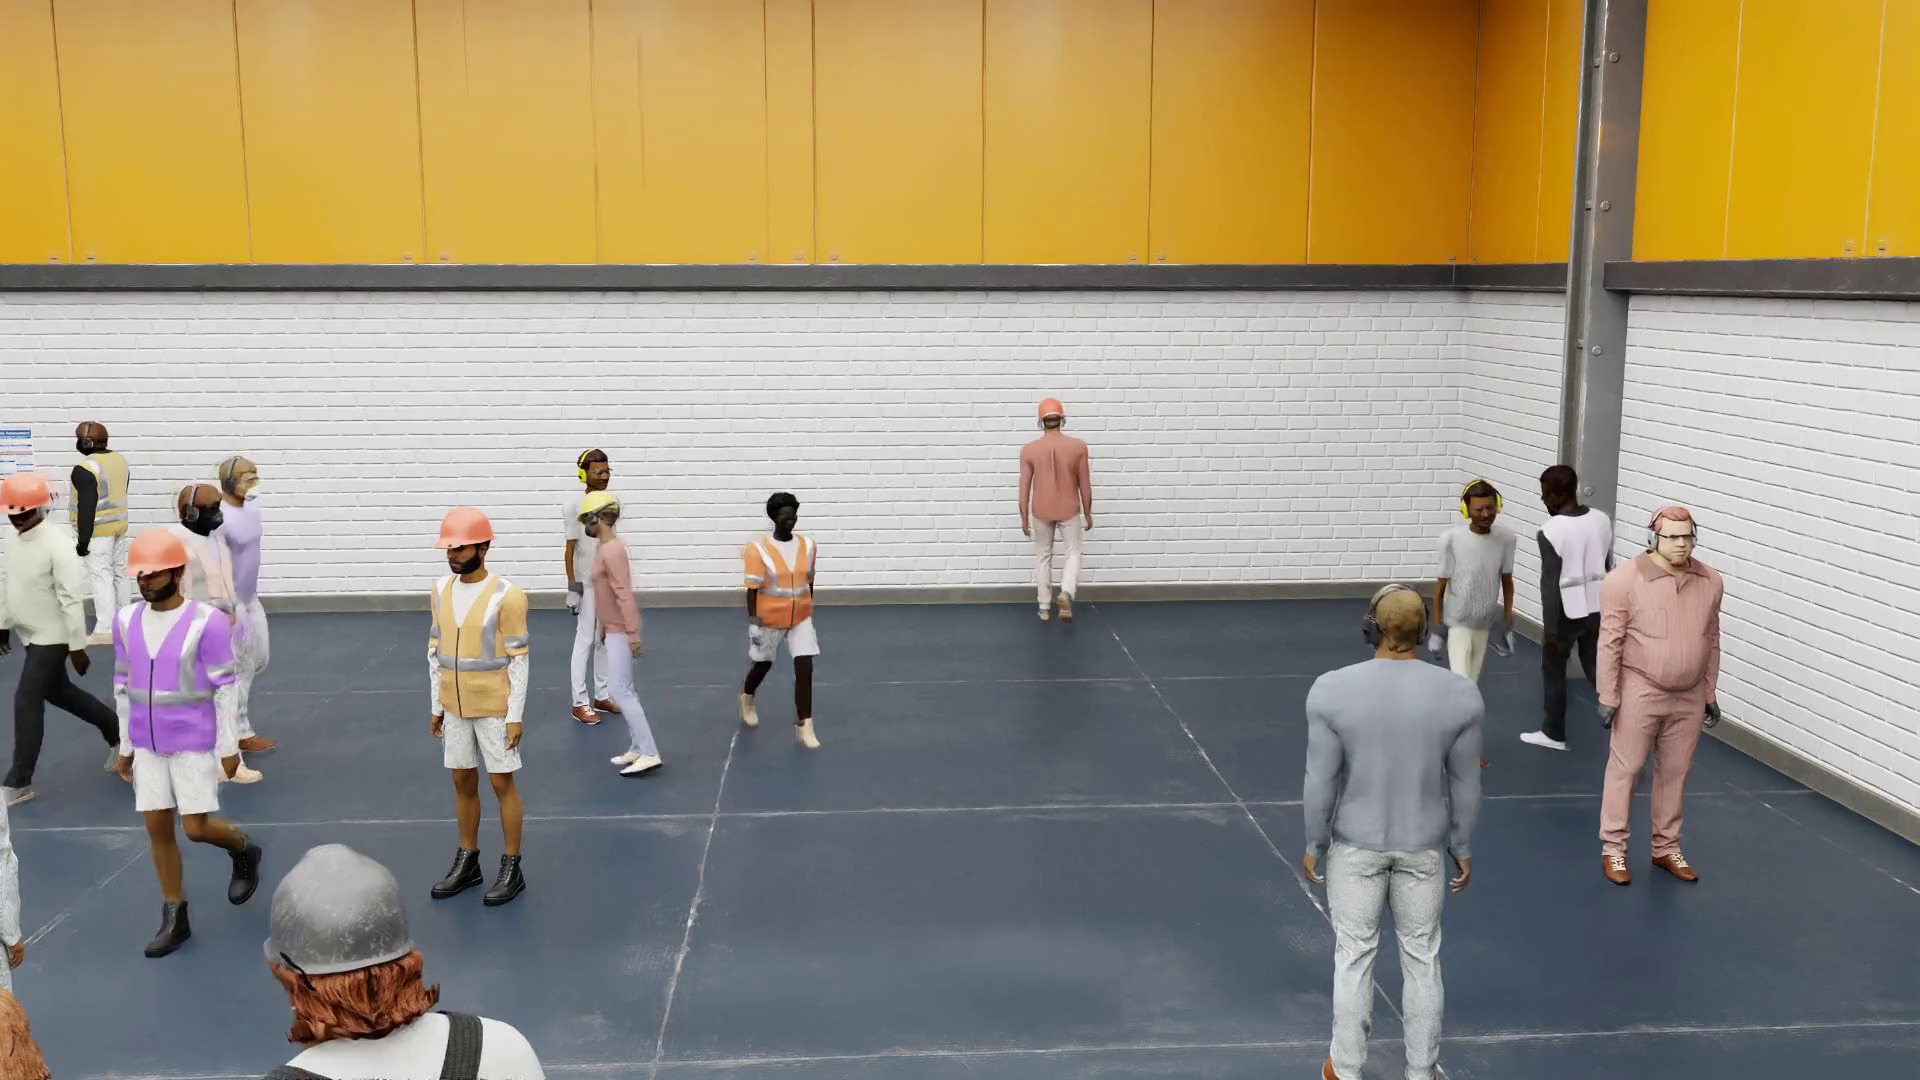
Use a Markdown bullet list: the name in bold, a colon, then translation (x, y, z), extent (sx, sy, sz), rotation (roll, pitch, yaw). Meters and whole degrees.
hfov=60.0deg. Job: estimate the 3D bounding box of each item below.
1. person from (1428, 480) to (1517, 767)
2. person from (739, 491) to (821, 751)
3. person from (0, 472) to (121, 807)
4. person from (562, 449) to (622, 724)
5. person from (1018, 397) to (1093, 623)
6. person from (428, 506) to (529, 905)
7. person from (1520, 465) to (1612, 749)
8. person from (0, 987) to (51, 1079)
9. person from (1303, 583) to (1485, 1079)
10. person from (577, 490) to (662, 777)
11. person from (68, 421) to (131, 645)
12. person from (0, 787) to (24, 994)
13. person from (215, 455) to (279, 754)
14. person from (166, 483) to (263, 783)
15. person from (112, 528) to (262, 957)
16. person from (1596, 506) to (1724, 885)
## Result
- **person**: translation (3.085, 0.538, 10.034), extent (0.505, 1.827, 0.652), rotation (-3, 9, -16)
- **person**: translation (-1.203, 0.487, 10.857), extent (0.537, 1.664, 0.848), rotation (-5, 10, -30)
- **person**: translation (-5.255, 0.533, 9.697), extent (0.697, 1.937, 0.951), rotation (7, 12, 38)
- **person**: translation (-2.475, 0.305, 11.343), extent (0.311, 1.869, 0.532), rotation (6, 11, 31)
- **person**: translation (0.827, -0.247, 14.457), extent (0.659, 1.977, 0.713), rotation (1, 9, 7)
- **person**: translation (-2.342, 0.796, 8.042), extent (0.545, 1.938, 0.361), rotation (3, 10, 20)
- **person**: translation (3.869, 0.463, 10.343), extent (0.667, 1.868, 0.861), rotation (-4, 10, -25)
- **person**: translation (-1.945, 1.694, 3.389), extent (0.502, 1.626, 0.282), rotation (-6, 11, -34)
- **person**: translation (1.561, 1.111, 6.056), extent (0.636, 1.938, 0.358), rotation (1, 9, 5)
- **person**: translation (-2.103, 0.560, 10.183), extent (0.445, 1.723, 0.570), rotation (-2, 9, -14)
- **person**: translation (-7.102, -0.061, 13.722), extent (0.429, 1.845, 0.624), rotation (0, 9, 2)
- **person**: translation (-3.338, 1.304, 5.458), extent (0.484, 1.745, 0.298), rotation (-3, 9, -16)
- **person**: translation (-4.652, 0.413, 10.514), extent (0.583, 1.915, 0.665), rotation (0, 9, -1)
- **person**: translation (-4.577, 0.567, 9.839), extent (0.681, 1.829, 0.645), rotation (1, 9, 8)
- **person**: translation (-3.531, 0.880, 7.570), extent (0.550, 1.921, 0.622), rotation (1, 9, 9)
- **person**: translation (3.497, 0.772, 8.291), extent (0.651, 1.906, 0.403), rotation (-1, 9, -7)
